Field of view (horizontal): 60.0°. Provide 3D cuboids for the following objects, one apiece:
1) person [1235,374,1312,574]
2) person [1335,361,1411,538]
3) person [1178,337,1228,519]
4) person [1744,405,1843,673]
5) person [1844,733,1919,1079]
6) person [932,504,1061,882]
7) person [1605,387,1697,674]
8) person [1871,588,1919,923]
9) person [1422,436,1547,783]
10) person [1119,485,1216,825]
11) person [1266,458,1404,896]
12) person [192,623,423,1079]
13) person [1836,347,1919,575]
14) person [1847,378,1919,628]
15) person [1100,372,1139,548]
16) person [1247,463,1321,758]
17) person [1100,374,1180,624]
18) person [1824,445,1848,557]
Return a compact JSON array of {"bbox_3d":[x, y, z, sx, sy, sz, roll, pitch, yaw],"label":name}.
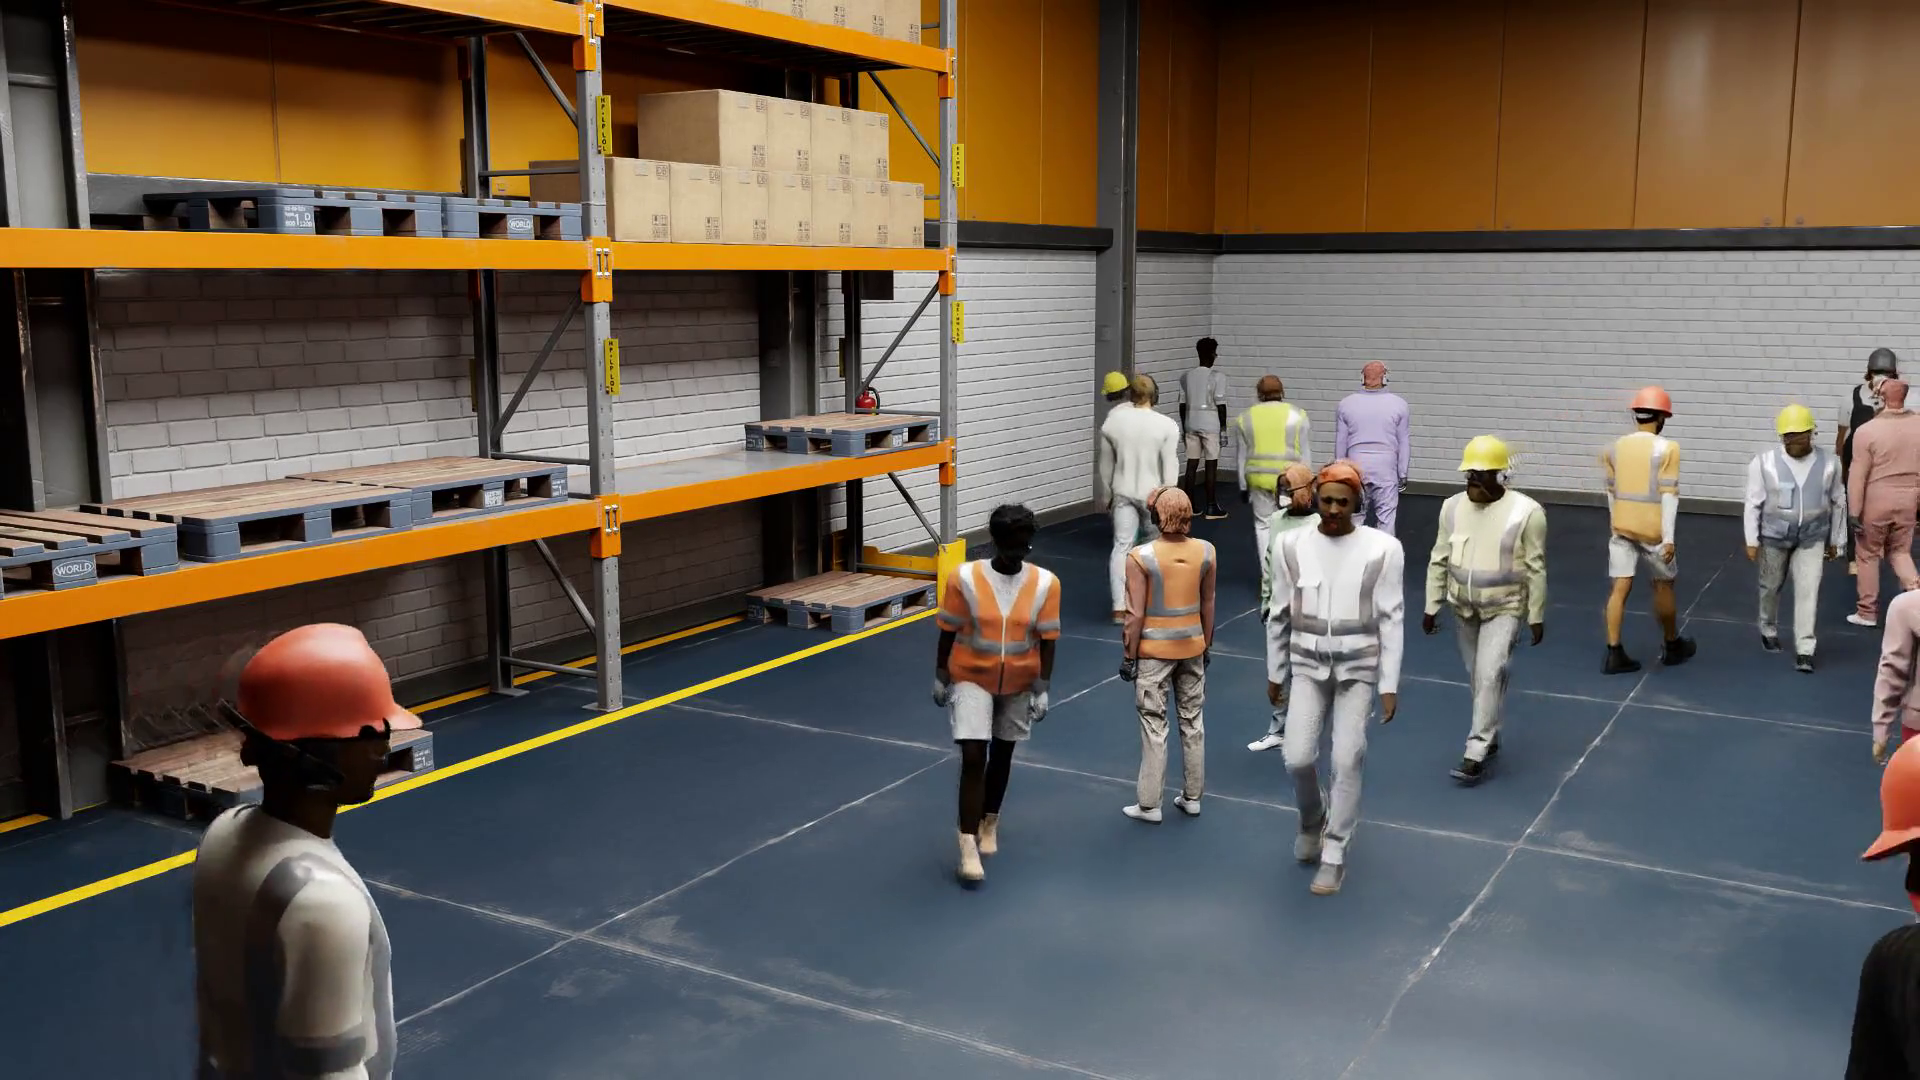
[{"bbox_3d":[2.597,-0.466,13.826,0.642,1.819,0.460,4,10,22],"label":"person"},{"bbox_3d":[3.561,-0.592,14.358,0.638,1.902,0.407,3,10,20],"label":"person"},{"bbox_3d":[2.644,-1.211,18.009,0.600,1.967,0.368,8,12,43],"label":"person"},{"bbox_3d":[5.653,-0.037,11.311,0.621,1.774,0.936,3,9,16],"label":"person"},{"bbox_3d":[1.692,1.266,2.632,0.412,1.945,0.728,-5,11,-30],"label":"person"},{"bbox_3d":[0.171,0.661,7.300,0.564,1.643,0.767,-2,9,-10],"label":"person"},{"bbox_3d":[4.627,-0.074,11.141,0.943,1.889,0.563,-7,11,-36],"label":"person"},{"bbox_3d":[3.816,0.755,6.391,0.561,1.746,0.557,5,10,27],"label":"person"},{"bbox_3d":[2.702,0.358,8.734,0.841,1.795,0.620,-8,12,-43],"label":"person"},{"bbox_3d":[1.005,0.553,8.020,0.523,1.640,0.306,-5,10,-27],"label":"person"},{"bbox_3d":[1.596,0.579,7.133,0.598,1.869,0.496,4,10,22],"label":"person"},{"bbox_3d":[-1.140,1.149,3.128,0.610,2.024,0.607,-9,13,-43],"label":"person"},{"bbox_3d":[8.096,-0.716,14.689,0.687,2.000,0.720,6,11,33],"label":"person"},{"bbox_3d":[6.869,-0.250,12.269,0.656,1.881,0.589,-1,9,-3],"label":"person"},{"bbox_3d":[1.558,-0.714,15.677,0.378,1.728,0.622,7,12,39],"label":"person"},{"bbox_3d":[1.812,0.393,9.042,0.285,1.632,0.498,-5,10,-29],"label":"person"},{"bbox_3d":[1.383,-0.331,12.788,0.647,1.885,1.009,4,10,23],"label":"person"},{"bbox_3d":[8.477,-0.634,15.563,0.768,1.599,0.519,-3,9,-16],"label":"person"}]
